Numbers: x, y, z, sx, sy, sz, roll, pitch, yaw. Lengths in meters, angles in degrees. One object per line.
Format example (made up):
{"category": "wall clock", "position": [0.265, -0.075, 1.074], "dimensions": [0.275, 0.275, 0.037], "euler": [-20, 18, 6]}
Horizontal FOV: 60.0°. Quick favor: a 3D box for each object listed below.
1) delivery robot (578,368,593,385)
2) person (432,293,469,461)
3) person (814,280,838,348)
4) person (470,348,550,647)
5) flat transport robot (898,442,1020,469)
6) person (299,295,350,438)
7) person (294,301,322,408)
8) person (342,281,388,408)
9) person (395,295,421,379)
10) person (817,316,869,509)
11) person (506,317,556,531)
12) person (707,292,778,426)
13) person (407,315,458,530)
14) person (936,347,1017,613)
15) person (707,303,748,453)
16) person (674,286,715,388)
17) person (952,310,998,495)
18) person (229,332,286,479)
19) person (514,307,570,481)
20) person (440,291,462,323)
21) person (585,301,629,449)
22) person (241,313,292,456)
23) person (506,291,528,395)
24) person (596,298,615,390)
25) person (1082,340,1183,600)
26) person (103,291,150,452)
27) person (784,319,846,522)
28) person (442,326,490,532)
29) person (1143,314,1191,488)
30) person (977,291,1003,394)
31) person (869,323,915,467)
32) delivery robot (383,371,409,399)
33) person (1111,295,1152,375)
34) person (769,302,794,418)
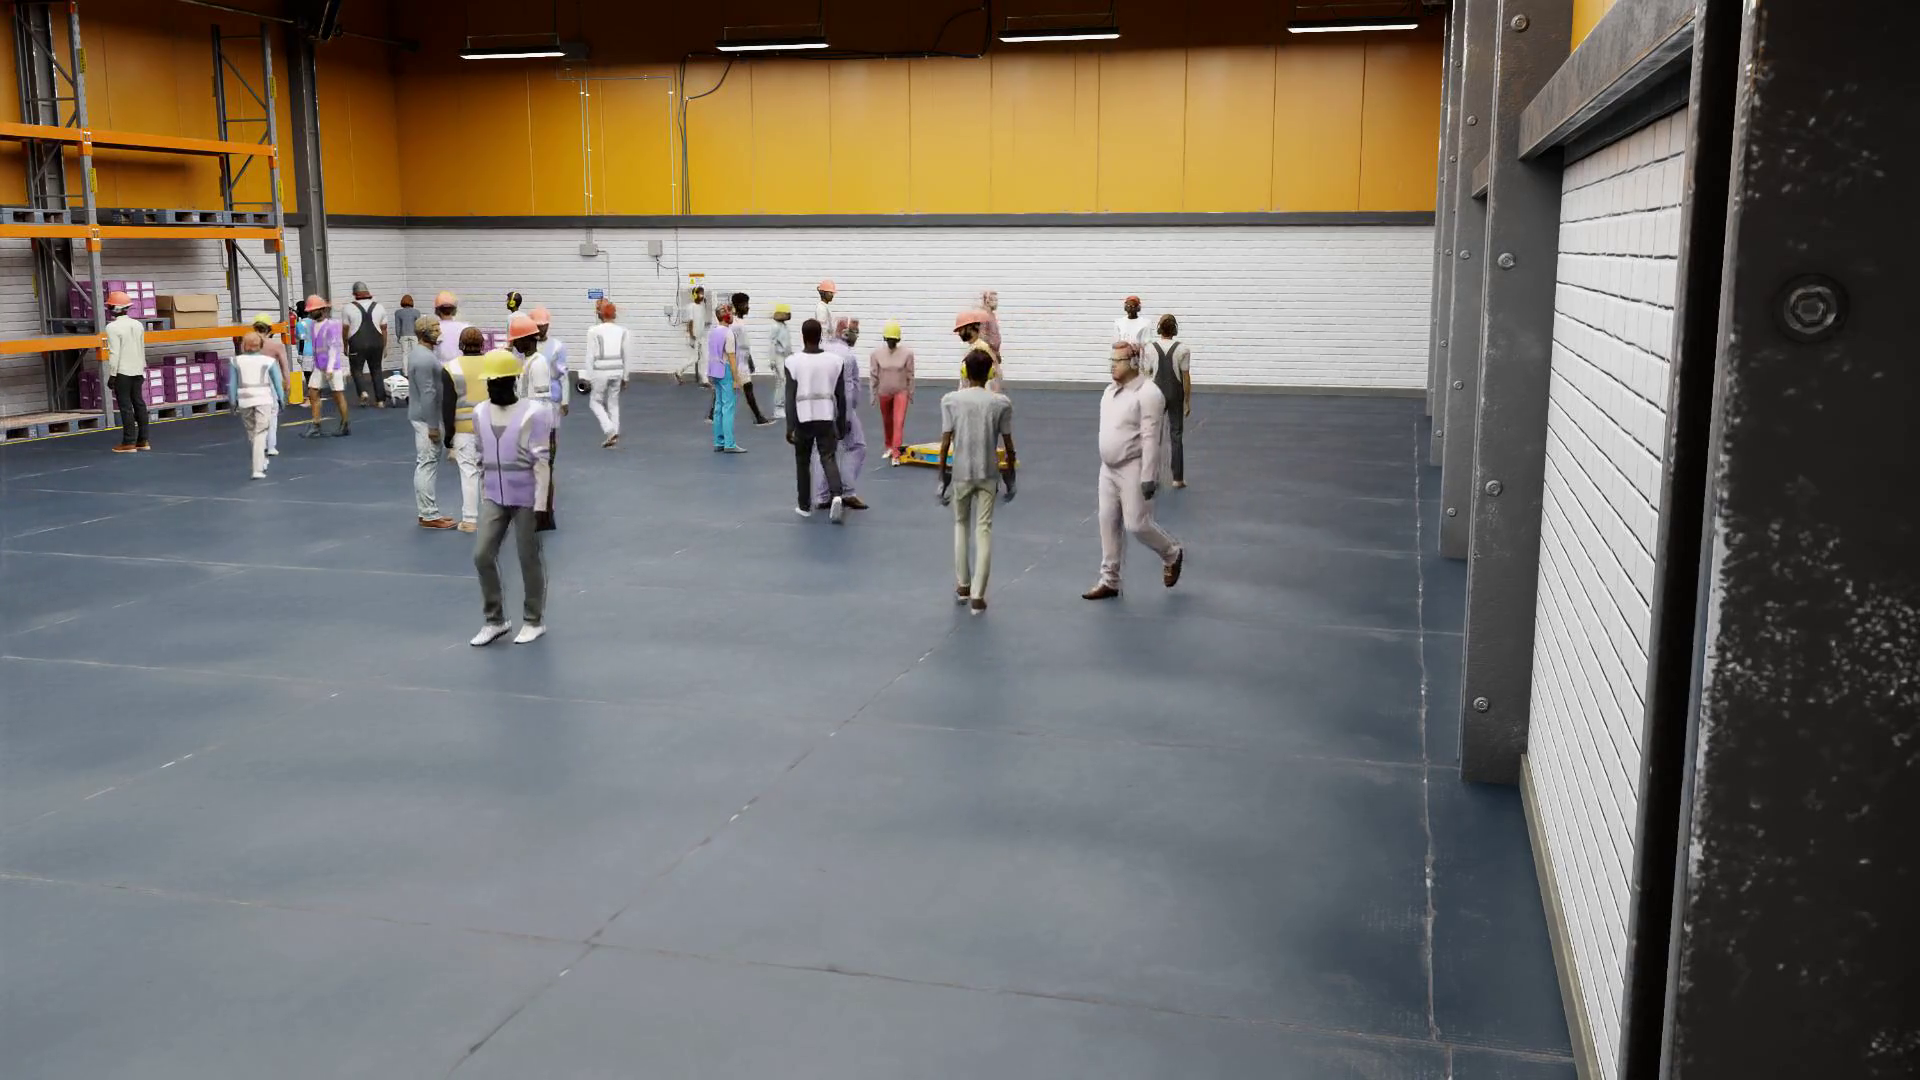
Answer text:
{"category": "delivery robot", "position": [-6.242, -2.852, 28.842], "dimensions": [0.707, 0.478, 0.477], "euler": [2, 10, 9]}
{"category": "person", "position": [-6.180, -1.967, 20.059], "dimensions": [0.628, 1.982, 1.059], "euler": [-5, 11, -27]}
{"category": "person", "position": [-2.080, -3.013, 25.826], "dimensions": [0.394, 2.037, 0.605], "euler": [-1, 10, -4]}
{"category": "person", "position": [-2.880, -0.256, 10.579], "dimensions": [0.600, 1.908, 0.629], "euler": [3, 10, 16]}
{"category": "flat transport robot", "position": [-0.045, -0.977, 19.290], "dimensions": [0.652, 0.197, 1.431], "euler": [-10, 14, -44]}
{"category": "person", "position": [-8.496, -2.293, 22.123], "dimensions": [0.576, 1.896, 0.806], "euler": [6, 12, 31]}
{"category": "person", "position": [-10.362, -2.948, 26.418], "dimensions": [0.322, 1.696, 0.535], "euler": [1, 10, 6]}
{"category": "person", "position": [-9.409, -3.103, 26.321], "dimensions": [0.693, 2.000, 0.617], "euler": [-7, 12, -35]}
{"category": "person", "position": [-10.562, -3.885, 31.904], "dimensions": [0.499, 1.633, 0.281], "euler": [-1, 10, -6]}
{"category": "person", "position": [-1.135, -1.227, 16.148], "dimensions": [0.595, 1.876, 0.679], "euler": [-6, 11, -29]}
{"category": "person", "position": [-3.854, -1.039, 14.953], "dimensions": [0.374, 1.928, 0.542], "euler": [-4, 11, -24]}
{"category": "person", "position": [-3.158, -2.564, 23.659], "dimensions": [1.047, 1.911, 0.622], "euler": [0, 10, 3]}
{"category": "person", "position": [-4.795, -1.059, 15.032], "dimensions": [0.371, 1.940, 0.627], "euler": [-4, 11, -21]}
{"category": "person", "position": [0.124, -0.441, 11.821], "dimensions": [0.565, 1.829, 0.822], "euler": [0, 10, 3]}
{"category": "person", "position": [-2.913, -1.994, 20.582], "dimensions": [0.389, 1.850, 0.566], "euler": [-7, 12, -34]}
{"category": "person", "position": [-4.792, -3.660, 30.022], "dimensions": [0.761, 1.843, 0.526], "euler": [4, 11, 21]}
{"category": "person", "position": [0.101, -1.409, 17.130], "dimensions": [0.663, 1.892, 0.575], "euler": [-2, 10, -10]}
{"category": "person", "position": [-7.772, -1.500, 18.472], "dimensions": [0.548, 1.593, 0.834], "euler": [-1, 10, -4]}
{"category": "person", "position": [-4.409, -1.489, 17.524], "dimensions": [0.579, 1.915, 0.681], "euler": [-2, 10, -9]}
{"category": "person", "position": [-8.783, -3.445, 29.017], "dimensions": [0.933, 1.790, 0.634], "euler": [-3, 11, -18]}
{"category": "person", "position": [-4.437, -2.063, 20.916], "dimensions": [0.599, 1.870, 0.417], "euler": [-8, 13, -39]}
{"category": "person", "position": [-8.520, -1.921, 20.489], "dimensions": [0.549, 1.736, 0.783], "euler": [-1, 10, -8]}
{"category": "person", "position": [-6.689, -2.800, 25.077], "dimensions": [0.324, 1.876, 0.526], "euler": [3, 10, 15]}
{"category": "person", "position": [-6.319, -3.498, 29.703], "dimensions": [0.307, 1.637, 0.512], "euler": [3, 10, 16]}
{"category": "person", "position": [1.259, -0.511, 12.078], "dimensions": [0.731, 1.887, 0.655], "euler": [-6, 12, -32]}
{"category": "person", "position": [-10.382, -2.088, 20.696], "dimensions": [0.378, 1.995, 0.622], "euler": [2, 10, 10]}
{"category": "person", "position": [-1.330, -1.116, 15.525], "dimensions": [0.601, 1.891, 0.897], "euler": [-4, 11, -21]}
{"category": "person", "position": [-4.335, -0.990, 14.922], "dimensions": [0.619, 1.845, 0.430], "euler": [-7, 12, -33]}
{"category": "person", "position": [2.184, -1.462, 17.584], "dimensions": [0.504, 1.847, 0.345], "euler": [2, 10, 13]}
{"category": "person", "position": [0.514, -2.777, 24.903], "dimensions": [0.708, 1.882, 0.673], "euler": [1, 10, 7]}
{"category": "person", "position": [-0.802, -1.747, 19.693], "dimensions": [0.539, 1.675, 1.059], "euler": [1, 10, 4]}
{"category": "delivery robot", "position": [-9.006, -2.460, 26.618], "dimensions": [0.477, 0.478, 0.707], "euler": [-6, 12, -32]}
{"category": "person", "position": [2.367, -2.427, 22.952], "dimensions": [0.578, 1.881, 0.390], "euler": [6, 12, 31]}
{"category": "person", "position": [-2.595, -2.660, 24.672], "dimensions": [0.481, 1.724, 0.512], "euler": [4, 11, 20]}
